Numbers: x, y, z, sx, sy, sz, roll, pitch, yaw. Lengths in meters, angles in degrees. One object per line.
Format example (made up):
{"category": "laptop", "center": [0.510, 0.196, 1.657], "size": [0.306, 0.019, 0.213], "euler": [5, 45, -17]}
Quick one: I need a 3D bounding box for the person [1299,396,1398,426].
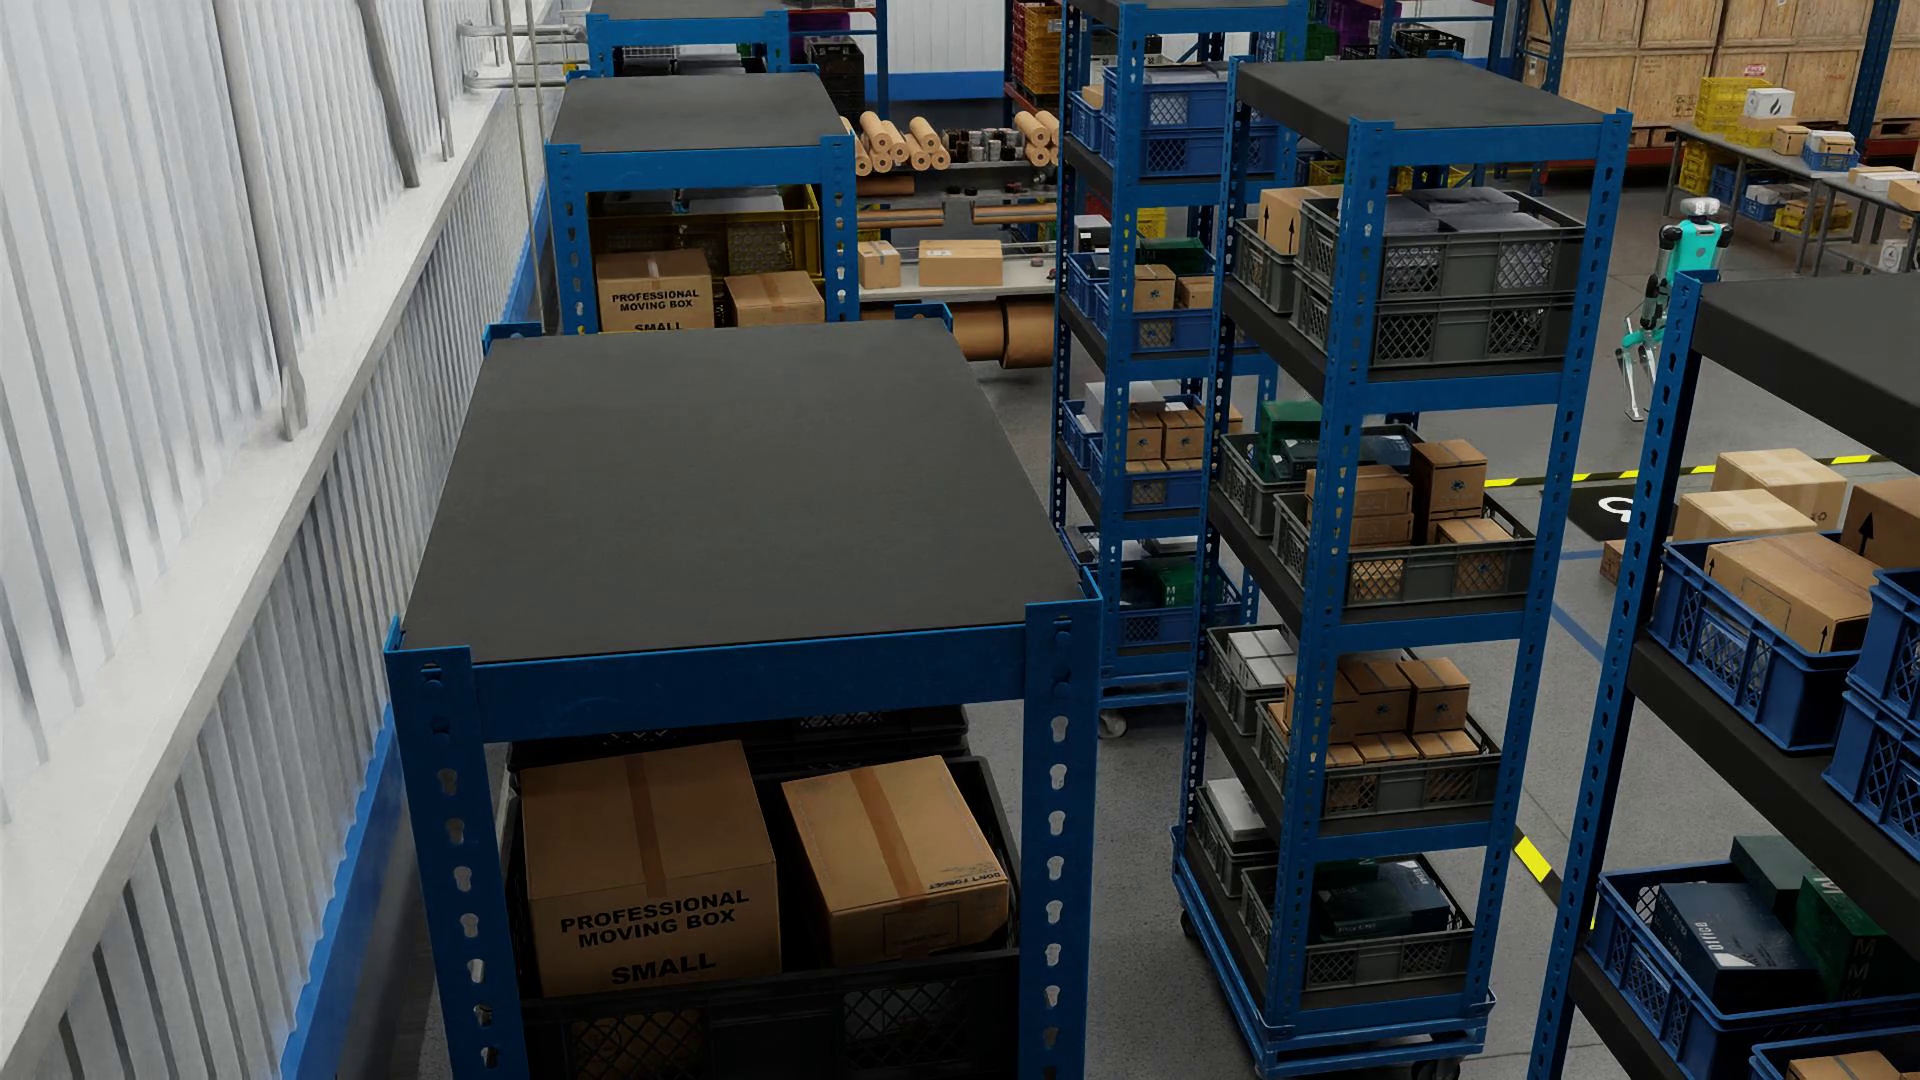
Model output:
{"category": "person", "center": [2.024, -0.200, 8.881], "size": [0.596, 1.814, 0.900], "euler": [3, 25, 5]}

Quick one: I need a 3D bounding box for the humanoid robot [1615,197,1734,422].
{"category": "humanoid robot", "center": [5.108, -1.714, 12.107], "size": [0.533, 1.677, 0.735], "euler": [-4, 25, -9]}
